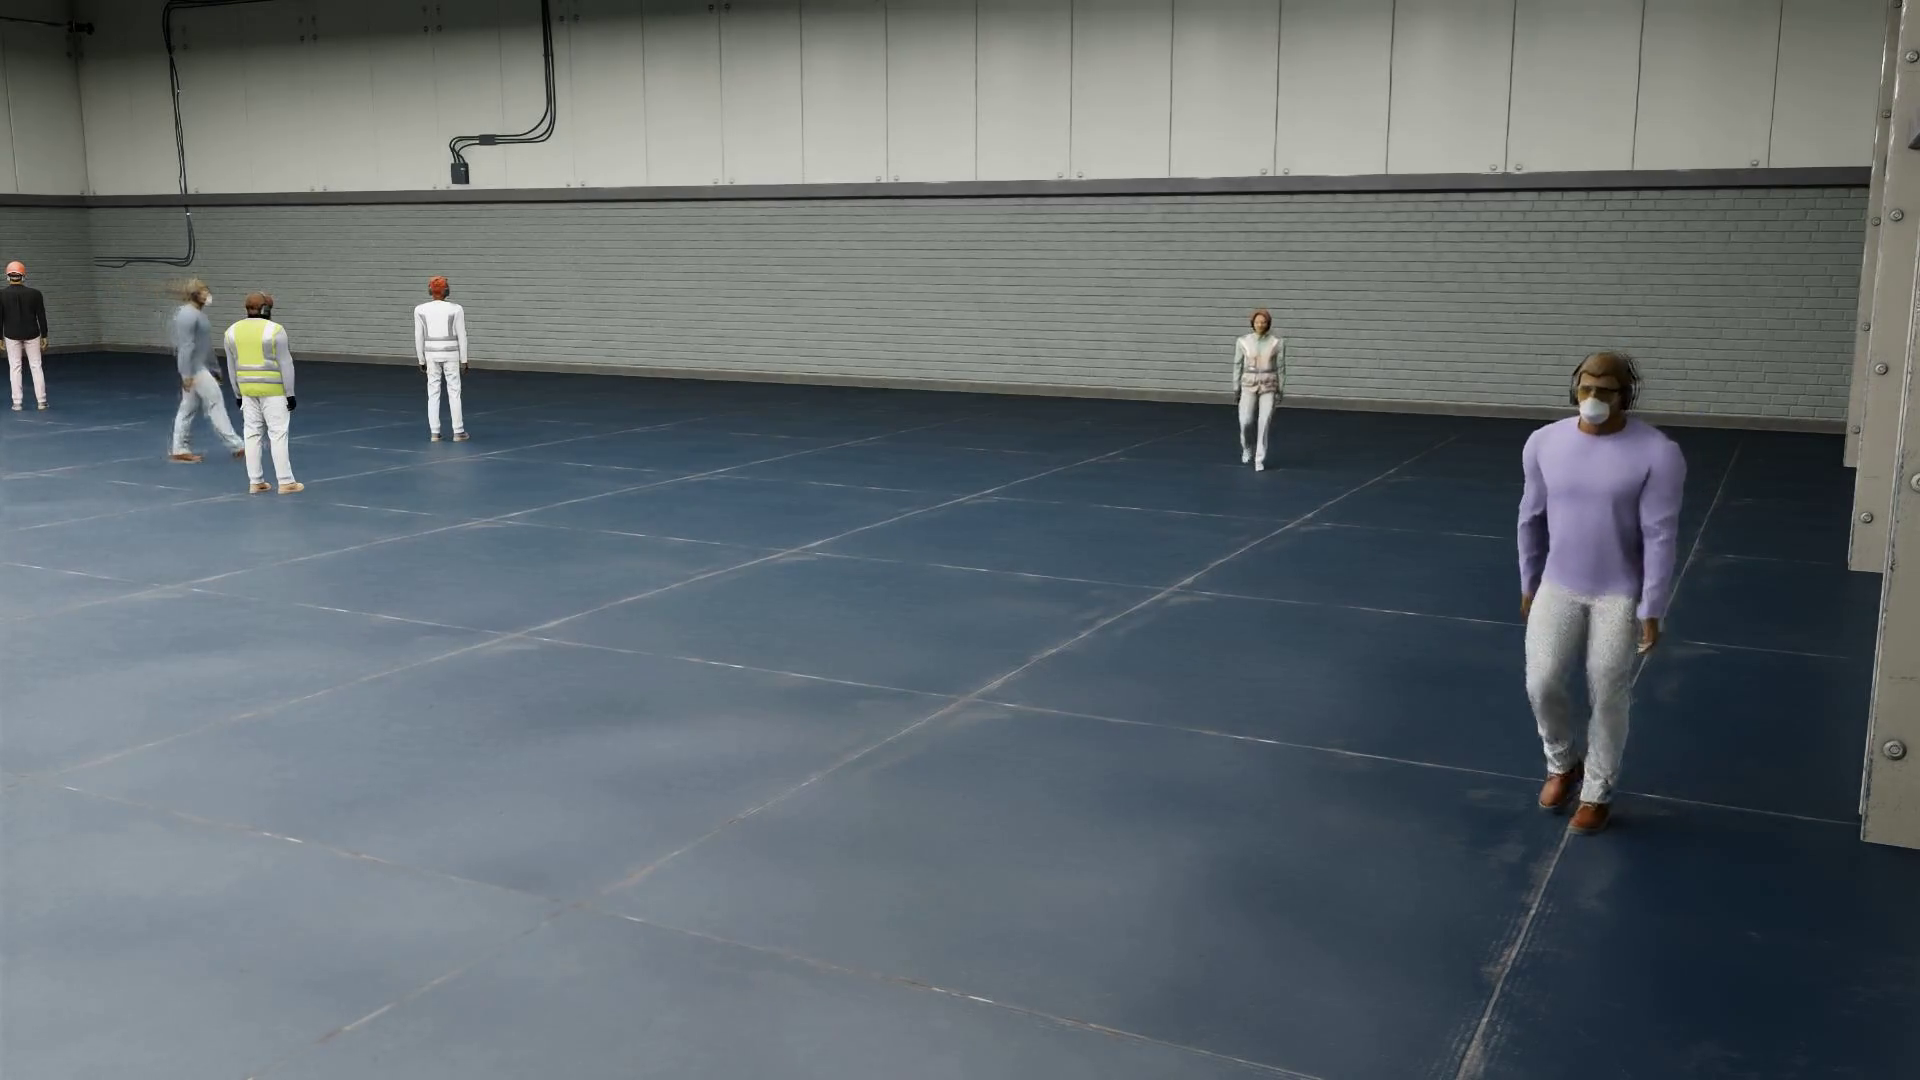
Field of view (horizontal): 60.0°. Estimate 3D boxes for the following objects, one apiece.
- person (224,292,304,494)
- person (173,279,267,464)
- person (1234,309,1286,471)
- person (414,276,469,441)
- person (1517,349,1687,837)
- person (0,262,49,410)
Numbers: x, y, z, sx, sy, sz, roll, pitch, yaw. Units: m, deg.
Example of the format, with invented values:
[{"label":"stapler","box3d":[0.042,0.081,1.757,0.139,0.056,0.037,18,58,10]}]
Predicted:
[{"label":"person","box3d":[-6.339,-1.333,15.178,0.622,1.838,0.429,2,11,10]},{"label":"person","box3d":[-7.710,-1.725,17.142,0.976,1.893,0.661,-3,11,-17]},{"label":"person","box3d":[3.001,-1.498,16.661,0.515,1.626,0.394,2,11,11]},{"label":"person","box3d":[-5.921,-2.067,19.046,0.577,1.883,0.353,-1,10,-3]},{"label":"person","box3d":[2.466,0.216,6.503,0.637,1.926,0.429,8,13,36]},{"label":"person","box3d":[-12.674,-2.753,22.478,0.622,1.993,0.382,-6,12,-29]}]
